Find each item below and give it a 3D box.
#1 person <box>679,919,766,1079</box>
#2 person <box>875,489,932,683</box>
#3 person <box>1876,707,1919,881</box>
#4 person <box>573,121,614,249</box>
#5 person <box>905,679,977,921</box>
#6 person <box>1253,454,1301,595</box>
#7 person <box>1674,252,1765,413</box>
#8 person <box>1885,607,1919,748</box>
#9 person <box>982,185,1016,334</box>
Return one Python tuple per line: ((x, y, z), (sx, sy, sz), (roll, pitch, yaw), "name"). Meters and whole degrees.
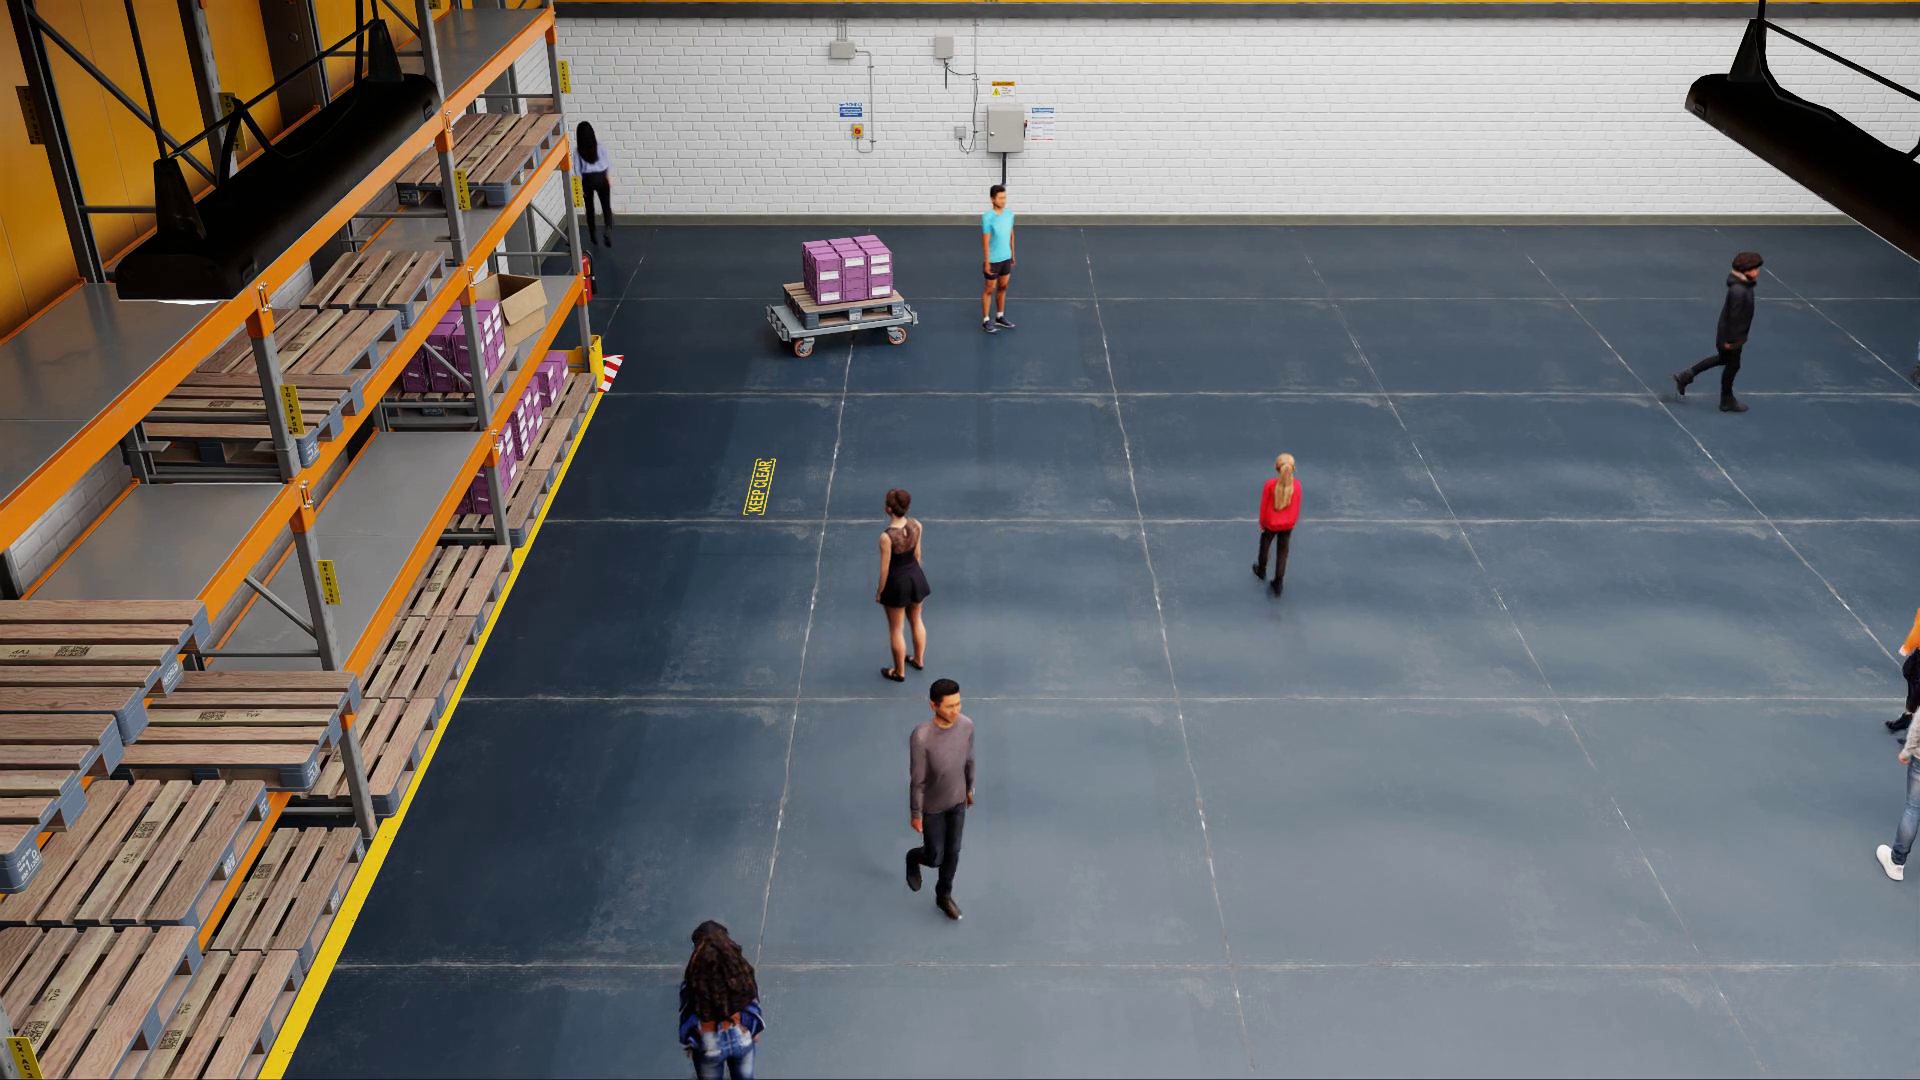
((-1.262, 2.672, 8.849), (0.675, 1.619, 0.662), (-10, 30, -17), "person")
((-0.455, 0.348, 13.050), (0.682, 1.675, 0.737), (-23, 36, -36), "person")
((6.440, 1.439, 10.871), (0.735, 1.846, 0.682), (9, 30, 15), "person")
((-4.882, -4.729, 22.303), (0.830, 1.728, 1.053), (-9, 30, -16), "person")
((-0.164, 1.619, 10.634), (0.928, 1.758, 0.855), (-2, 29, -4), "person")
((2.756, -0.118, 14.332), (0.527, 1.266, 0.711), (-1, 29, -3), "person")
((8.119, -2.215, 17.663), (0.939, 1.757, 1.064), (11, 31, 20), "person")
((7.184, 0.840, 12.089), (0.754, 1.733, 0.805), (-20, 34, -32), "person")
((0.437, -3.347, 19.722), (0.667, 1.773, 0.709), (-23, 36, -35), "person")
